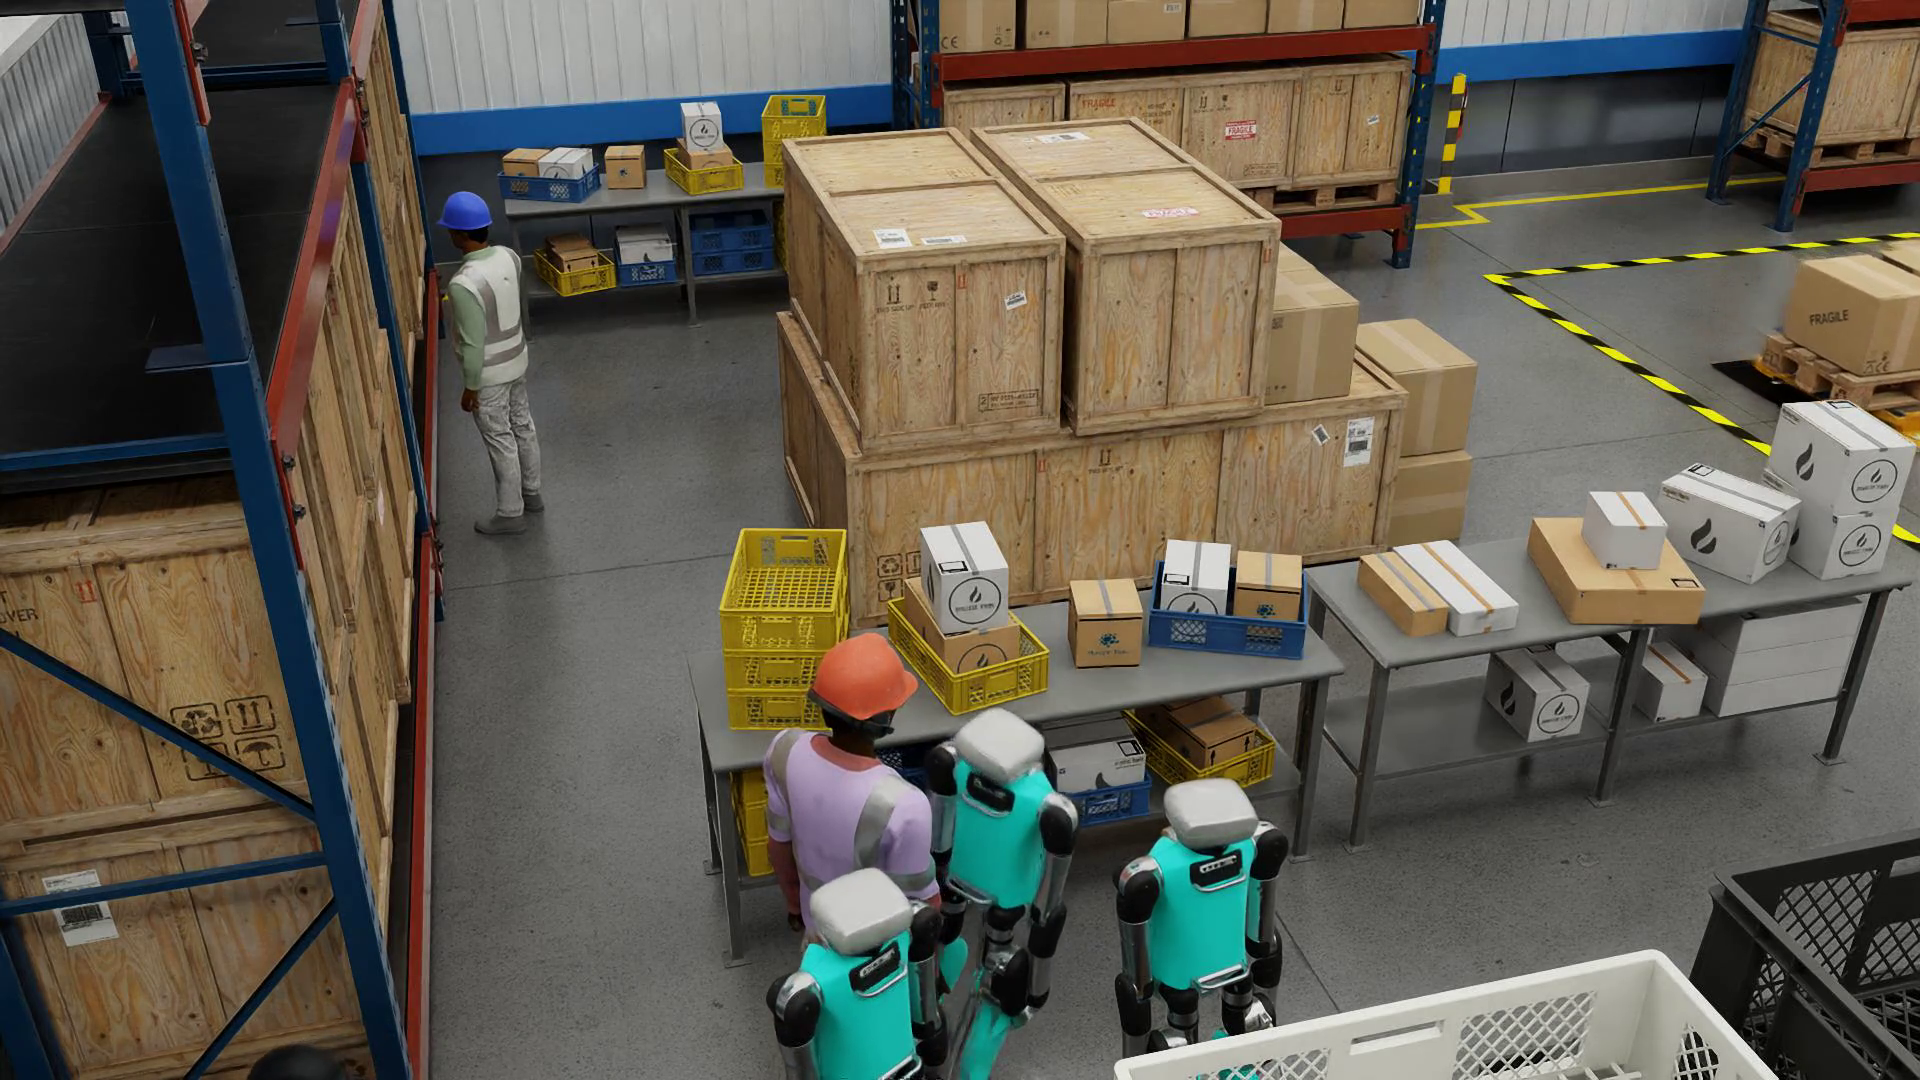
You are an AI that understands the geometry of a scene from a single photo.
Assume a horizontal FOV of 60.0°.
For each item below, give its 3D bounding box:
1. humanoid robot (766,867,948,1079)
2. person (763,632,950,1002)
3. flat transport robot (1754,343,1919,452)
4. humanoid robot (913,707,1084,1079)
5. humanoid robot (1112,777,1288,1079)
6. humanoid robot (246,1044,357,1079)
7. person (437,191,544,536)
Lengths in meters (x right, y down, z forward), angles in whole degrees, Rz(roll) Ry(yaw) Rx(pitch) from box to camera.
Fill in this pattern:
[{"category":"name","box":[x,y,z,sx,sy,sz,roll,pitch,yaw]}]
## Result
[{"category":"humanoid robot","box":[-0.103,1.708,4.436,0.535,1.742,0.689,-26,38,-38]},{"category":"person","box":[-0.291,1.174,5.149,0.614,2.041,0.381,20,35,32]},{"category":"flat transport robot","box":[5.953,-0.977,10.862,0.652,0.197,1.431,-7,30,-13]},{"category":"humanoid robot","box":[-0.067,1.408,5.064,0.550,1.777,0.896,20,35,32]},{"category":"humanoid robot","box":[0.777,1.533,4.713,0.530,1.690,0.748,-13,31,-22]},{"category":"humanoid robot","box":[-1.439,1.897,4.230,0.448,1.635,0.610,-5,29,-8]},{"category":"person","box":[-2.560,-0.953,9.108,0.381,1.948,0.602,5,29,10]}]
